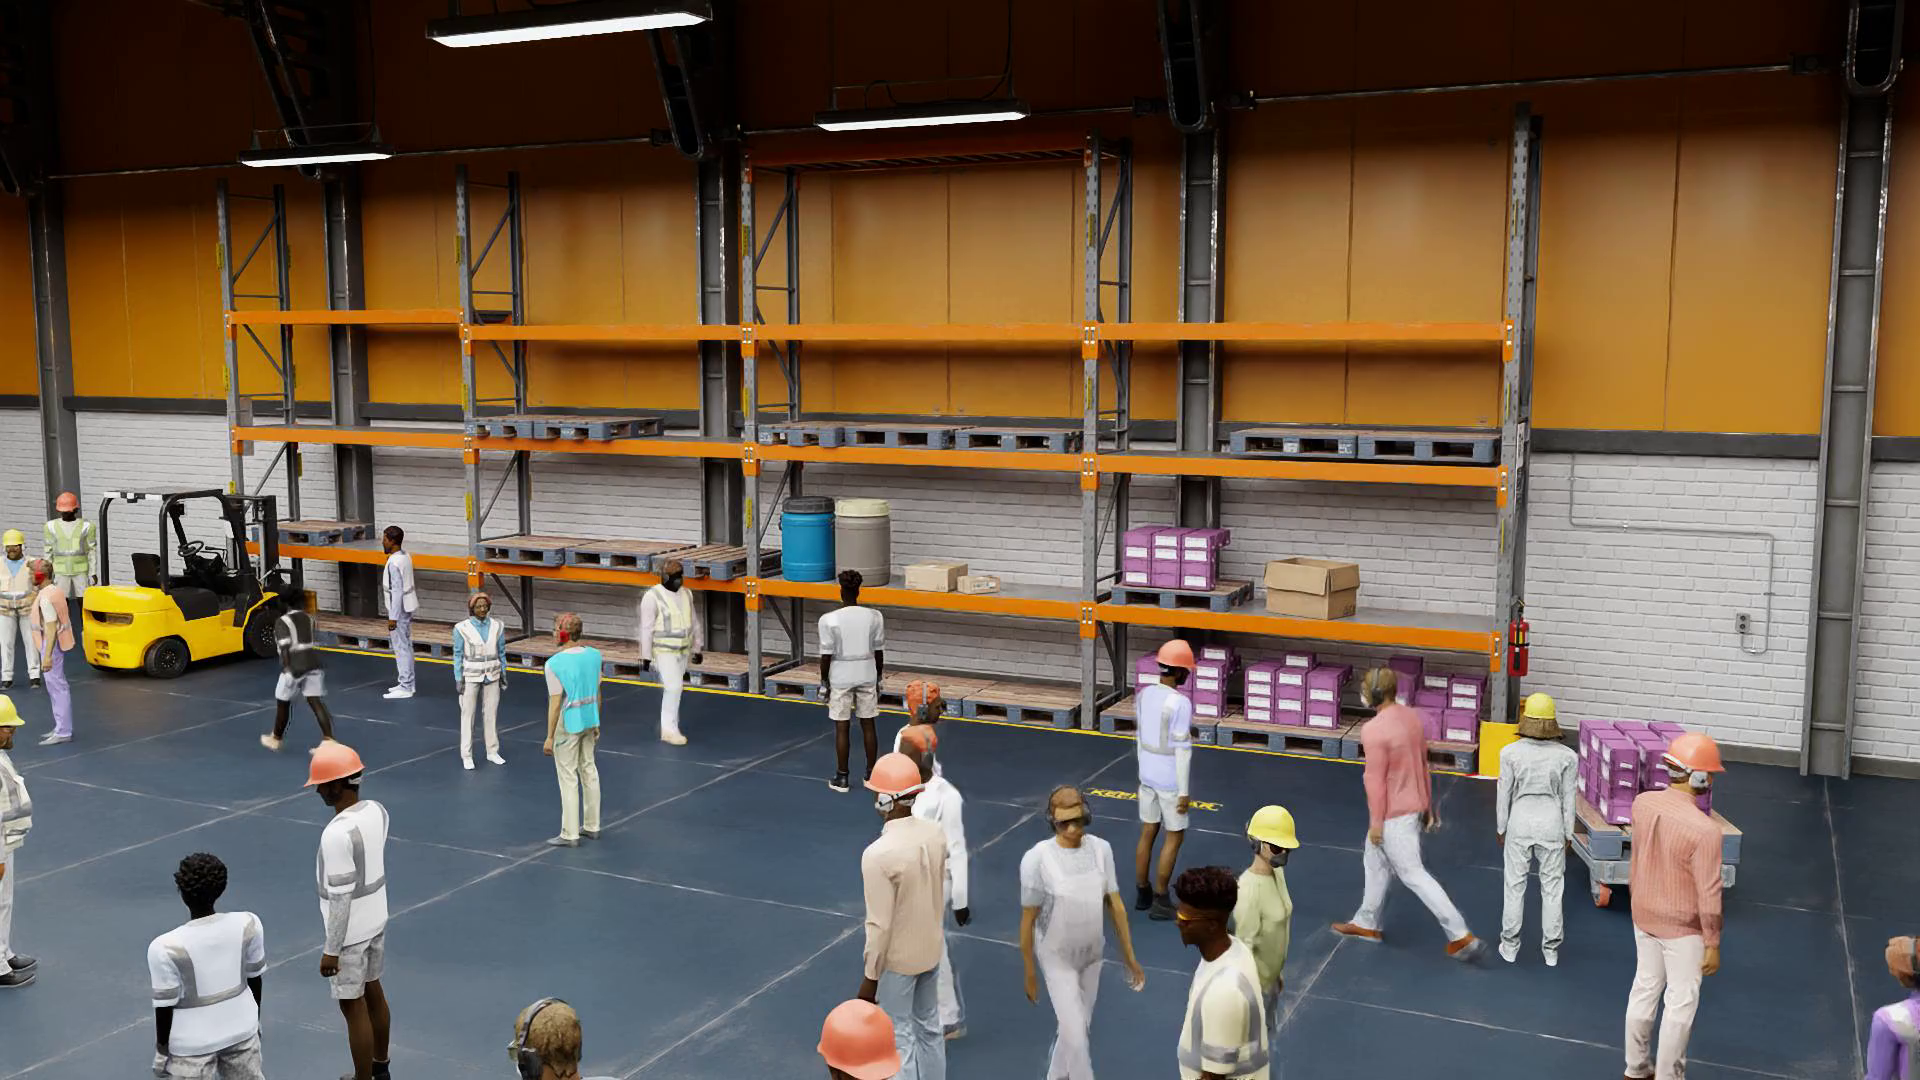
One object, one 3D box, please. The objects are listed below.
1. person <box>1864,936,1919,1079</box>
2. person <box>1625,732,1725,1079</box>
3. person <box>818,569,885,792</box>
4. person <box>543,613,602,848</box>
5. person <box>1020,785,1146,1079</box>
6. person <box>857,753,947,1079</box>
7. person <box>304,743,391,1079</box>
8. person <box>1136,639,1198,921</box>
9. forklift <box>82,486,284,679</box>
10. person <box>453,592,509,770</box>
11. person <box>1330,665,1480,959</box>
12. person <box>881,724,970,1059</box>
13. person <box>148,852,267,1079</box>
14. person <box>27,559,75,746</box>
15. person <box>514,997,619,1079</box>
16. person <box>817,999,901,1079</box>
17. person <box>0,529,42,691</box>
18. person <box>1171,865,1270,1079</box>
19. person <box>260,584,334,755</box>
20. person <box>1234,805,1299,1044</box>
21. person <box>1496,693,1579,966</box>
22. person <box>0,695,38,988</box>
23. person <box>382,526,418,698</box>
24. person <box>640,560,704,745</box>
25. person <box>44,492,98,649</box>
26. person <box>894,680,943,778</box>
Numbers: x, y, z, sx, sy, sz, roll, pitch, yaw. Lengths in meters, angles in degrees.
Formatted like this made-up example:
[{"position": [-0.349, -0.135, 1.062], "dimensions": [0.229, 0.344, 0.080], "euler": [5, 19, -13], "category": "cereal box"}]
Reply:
[{"position": [3.946, 2.378, 6.708], "dimensions": [0.646, 1.608, 0.319], "euler": [-1, 7, -7], "category": "person"}, {"position": [3.696, 1.964, 8.577], "dimensions": [0.413, 1.984, 0.624], "euler": [-2, 7, -16], "category": "person"}, {"position": [-0.956, 1.235, 14.657], "dimensions": [0.605, 1.966, 0.373], "euler": [-3, 7, -20], "category": "person"}, {"position": [-3.025, 1.489, 13.055], "dimensions": [0.377, 1.843, 0.570], "euler": [4, 8, 30], "category": "person"}, {"position": [0.592, 2.097, 8.186], "dimensions": [0.552, 1.815, 0.629], "euler": [-4, 8, -32], "category": "person"}, {"position": [-0.292, 2.016, 8.080], "dimensions": [0.393, 1.995, 0.612], "euler": [4, 8, 33], "category": "person"}, {"position": [-3.149, 1.991, 8.565], "dimensions": [0.367, 1.930, 0.542], "euler": [0, 7, 2], "category": "person"}, {"position": [1.443, 1.643, 11.481], "dimensions": [0.418, 1.924, 0.596], "euler": [-3, 8, -26], "category": "person"}, {"position": [-9.426, 0.454, 20.179], "dimensions": [1.214, 2.155, 2.313], "euler": [3, 8, 26], "category": "forklift"}, {"position": [-4.457, 1.298, 15.472], "dimensions": [0.514, 1.642, 0.310], "euler": [-6, 9, -39], "category": "person"}, {"position": [2.920, 1.759, 10.737], "dimensions": [0.982, 1.887, 0.630], "euler": [5, 8, 35], "category": "person"}, {"position": [-0.284, 1.943, 9.223], "dimensions": [0.749, 1.856, 0.588], "euler": [-4, 8, -29], "category": "person"}, {"position": [-3.371, 2.238, 7.482], "dimensions": [0.319, 1.696, 0.532], "euler": [5, 9, 37], "category": "person"}, {"position": [-8.910, 1.092, 16.347], "dimensions": [0.375, 1.839, 0.567], "euler": [-3, 7, -22], "category": "person"}, {"position": [-1.263, 2.394, 5.266], "dimensions": [0.386, 1.928, 0.636], "euler": [4, 8, 27], "category": "person"}, {"position": [-0.321, 2.387, 5.290], "dimensions": [0.543, 1.932, 0.378], "euler": [-4, 8, -31], "category": "person"}, {"position": [-10.699, 0.789, 18.884], "dimensions": [0.589, 1.834, 0.403], "euler": [-3, 8, -23], "category": "person"}, {"position": [0.999, 2.233, 6.635], "dimensions": [1.011, 1.908, 0.622], "euler": [1, 7, 6], "category": "person"}, {"position": [-6.358, 1.241, 15.918], "dimensions": [0.866, 1.629, 0.585], "euler": [2, 7, 18], "category": "person"}, {"position": [1.463, 2.139, 8.022], "dimensions": [0.329, 1.765, 0.526], "euler": [3, 8, 27], "category": "person"}, {"position": [3.675, 1.837, 10.627], "dimensions": [0.484, 1.737, 0.321], "euler": [2, 7, 15], "category": "person"}, {"position": [-5.919, 1.848, 10.220], "dimensions": [0.403, 1.817, 0.601], "euler": [-4, 8, -30], "category": "person"}, {"position": [-6.233, 0.793, 18.501], "dimensions": [0.379, 1.918, 0.597], "euler": [-1, 7, -8], "category": "person"}, {"position": [-2.759, 1.107, 16.285], "dimensions": [0.604, 1.823, 0.659], "euler": [4, 8, 33], "category": "person"}, {"position": [-11.365, 0.401, 21.273], "dimensions": [0.605, 2.034, 0.389], "euler": [-3, 7, -22], "category": "person"}, {"position": [-0.261, 1.801, 10.346], "dimensions": [0.358, 1.880, 0.576], "euler": [0, 7, -2], "category": "person"}]
